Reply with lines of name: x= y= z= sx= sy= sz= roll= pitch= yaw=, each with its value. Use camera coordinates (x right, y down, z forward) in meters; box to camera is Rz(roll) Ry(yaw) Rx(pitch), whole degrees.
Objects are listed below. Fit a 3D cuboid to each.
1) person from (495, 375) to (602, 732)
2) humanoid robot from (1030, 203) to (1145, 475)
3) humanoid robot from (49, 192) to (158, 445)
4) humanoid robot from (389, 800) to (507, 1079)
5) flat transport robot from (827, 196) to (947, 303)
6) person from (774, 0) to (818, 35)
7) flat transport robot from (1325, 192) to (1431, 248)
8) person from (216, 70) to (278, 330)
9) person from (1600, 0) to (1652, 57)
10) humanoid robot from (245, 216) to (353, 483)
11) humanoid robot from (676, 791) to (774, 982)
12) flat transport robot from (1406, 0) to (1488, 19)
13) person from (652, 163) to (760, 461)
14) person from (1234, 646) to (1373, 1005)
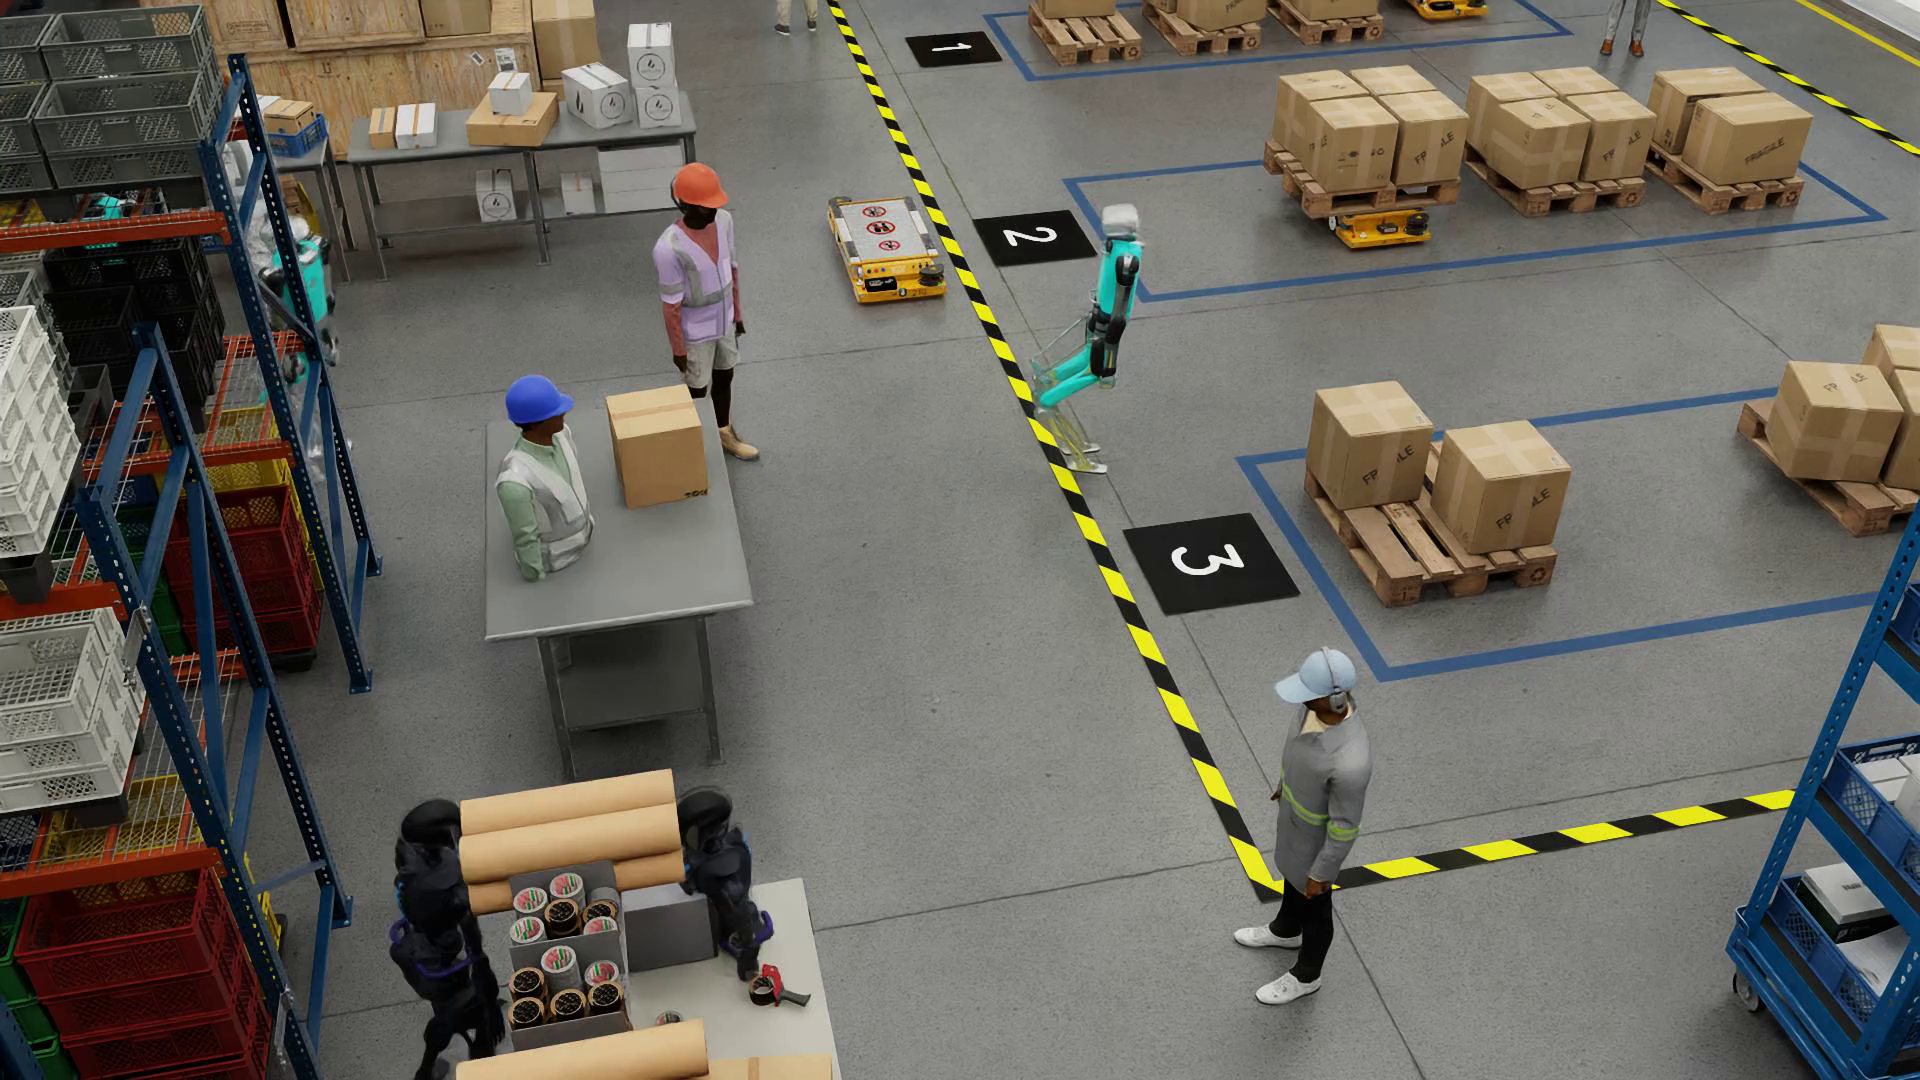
person: x=-1.954 y=0.059 z=8.066 sx=0.377 sy=1.950 sz=0.610 roll=6 pitch=37 yaw=8
humanoid robot: x=0.677 y=-1.168 z=9.780 sx=0.735 sy=1.677 sz=0.533 roll=-1 pitch=37 yaw=-1
humanoid robot: x=-5.085 y=-1.314 z=10.007 sx=0.531 sy=1.689 sz=0.744 roll=-5 pitch=37 yaw=-6
humanoid robot: x=-1.960 y=1.603 z=6.222 sx=0.432 sy=1.637 sz=0.607 roll=-31 pitch=46 yaw=-34
flat transport robot: x=-0.570 y=-2.220 z=12.538 sx=0.659 sy=0.231 sz=1.431 roll=-8 pitch=37 yaw=-10
person: x=-1.635 y=-5.791 z=16.079 sx=0.572 sy=1.767 sz=0.396 roll=-14 pitch=39 yaw=-18
flat transport robot: x=3.134 y=-2.740 z=13.213 sx=0.652 sy=0.197 sz=1.431 roll=-8 pitch=37 yaw=-10
person: x=-4.805 y=-2.272 z=11.255 sx=0.357 sy=1.882 sz=0.579 roll=5 pitch=37 yaw=7
person: x=6.417 y=-5.487 z=15.575 sx=0.590 sy=1.884 sz=0.359 roll=6 pitch=37 yaw=8
humanoid robot: x=-3.996 y=-1.110 z=9.820 sx=0.802 sy=1.773 sz=0.540 roll=12 pitch=38 yaw=15
humanoid robot: x=-0.869 y=1.534 z=6.317 sx=0.364 sy=1.644 sz=0.584 roll=-22 pitch=42 yaw=-27
flat transport robot: x=4.857 y=-5.766 z=17.279 sx=0.652 sy=0.197 sz=1.431 roll=-8 pitch=37 yaw=-10
person: x=-1.473 y=-1.259 z=9.769 sx=0.396 sy=2.035 sz=0.601 roll=22 pitch=42 yaw=27
person: x=1.379 y=1.144 z=6.693 sx=0.397 sy=1.848 sz=0.587 roll=-4 pitch=37 yaw=-5
